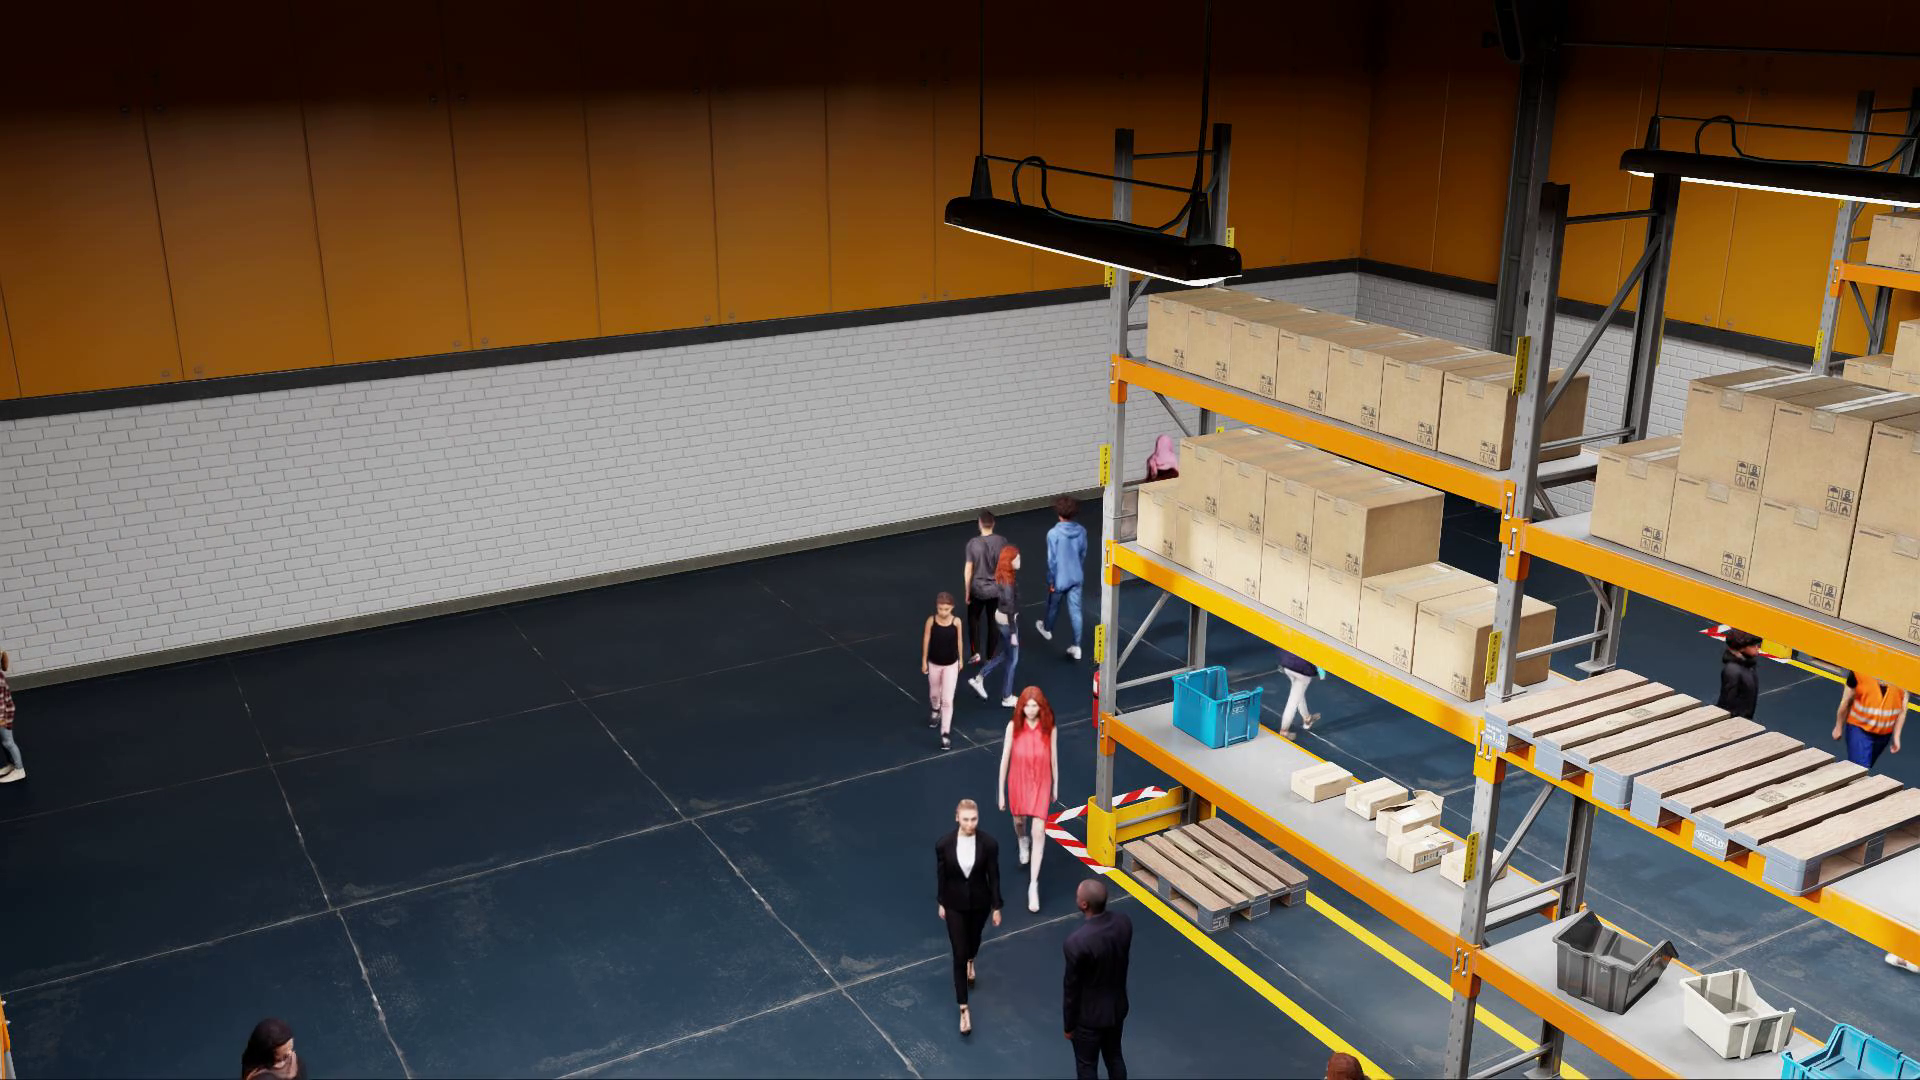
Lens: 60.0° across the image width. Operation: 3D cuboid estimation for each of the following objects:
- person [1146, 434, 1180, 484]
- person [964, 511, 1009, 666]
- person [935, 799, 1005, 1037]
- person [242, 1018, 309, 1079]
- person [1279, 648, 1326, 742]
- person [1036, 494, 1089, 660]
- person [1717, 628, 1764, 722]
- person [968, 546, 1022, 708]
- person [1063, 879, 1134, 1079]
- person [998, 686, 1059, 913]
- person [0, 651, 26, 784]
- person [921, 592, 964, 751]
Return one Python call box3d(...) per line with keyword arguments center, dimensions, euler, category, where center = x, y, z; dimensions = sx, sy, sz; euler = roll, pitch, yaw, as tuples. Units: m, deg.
box3d(center=(2.581, -0.554, 21.117), dimensions=(0.706, 1.638, 0.818), euler=(11, 21, 29), category="person")
box3d(center=(0.296, 0.567, 17.603), dimensions=(0.768, 1.756, 0.792), euler=(-1, 19, -4), category="person")
box3d(center=(0.058, 2.570, 11.805), dimensions=(0.931, 1.660, 1.174), euler=(-2, 19, -5), category="person")
box3d(center=(-3.921, 3.366, 9.409), dimensions=(0.786, 1.682, 0.524), euler=(-16, 24, -39), category="person")
box3d(center=(3.209, 1.255, 16.007), dimensions=(0.674, 1.470, 0.826), euler=(-12, 22, -33), category="person")
box3d(center=(1.181, 0.434, 17.988), dimensions=(0.800, 1.763, 1.173), euler=(-7, 20, -20), category="person")
box3d(center=(6.728, 1.557, 14.650), dimensions=(1.093, 1.763, 0.885), euler=(13, 23, 34), category="person")
box3d(center=(0.386, 0.888, 16.632), dimensions=(0.891, 1.767, 0.904), euler=(-2, 19, -5), category="person")
box3d(center=(0.876, 2.957, 10.419), dimensions=(0.717, 1.811, 0.647), euler=(-14, 23, -36), category="person")
box3d(center=(0.551, 1.981, 13.355), dimensions=(1.020, 1.787, 1.221), euler=(1, 19, 3), category="person")
box3d(center=(-8.831, 1.578, 15.306), dimensions=(0.642, 1.306, 0.523), euler=(-17, 25, -42), category="person")
box3d(center=(-0.172, 1.189, 16.100), dimensions=(0.896, 1.537, 1.106), euler=(1, 19, 3), category="person")
